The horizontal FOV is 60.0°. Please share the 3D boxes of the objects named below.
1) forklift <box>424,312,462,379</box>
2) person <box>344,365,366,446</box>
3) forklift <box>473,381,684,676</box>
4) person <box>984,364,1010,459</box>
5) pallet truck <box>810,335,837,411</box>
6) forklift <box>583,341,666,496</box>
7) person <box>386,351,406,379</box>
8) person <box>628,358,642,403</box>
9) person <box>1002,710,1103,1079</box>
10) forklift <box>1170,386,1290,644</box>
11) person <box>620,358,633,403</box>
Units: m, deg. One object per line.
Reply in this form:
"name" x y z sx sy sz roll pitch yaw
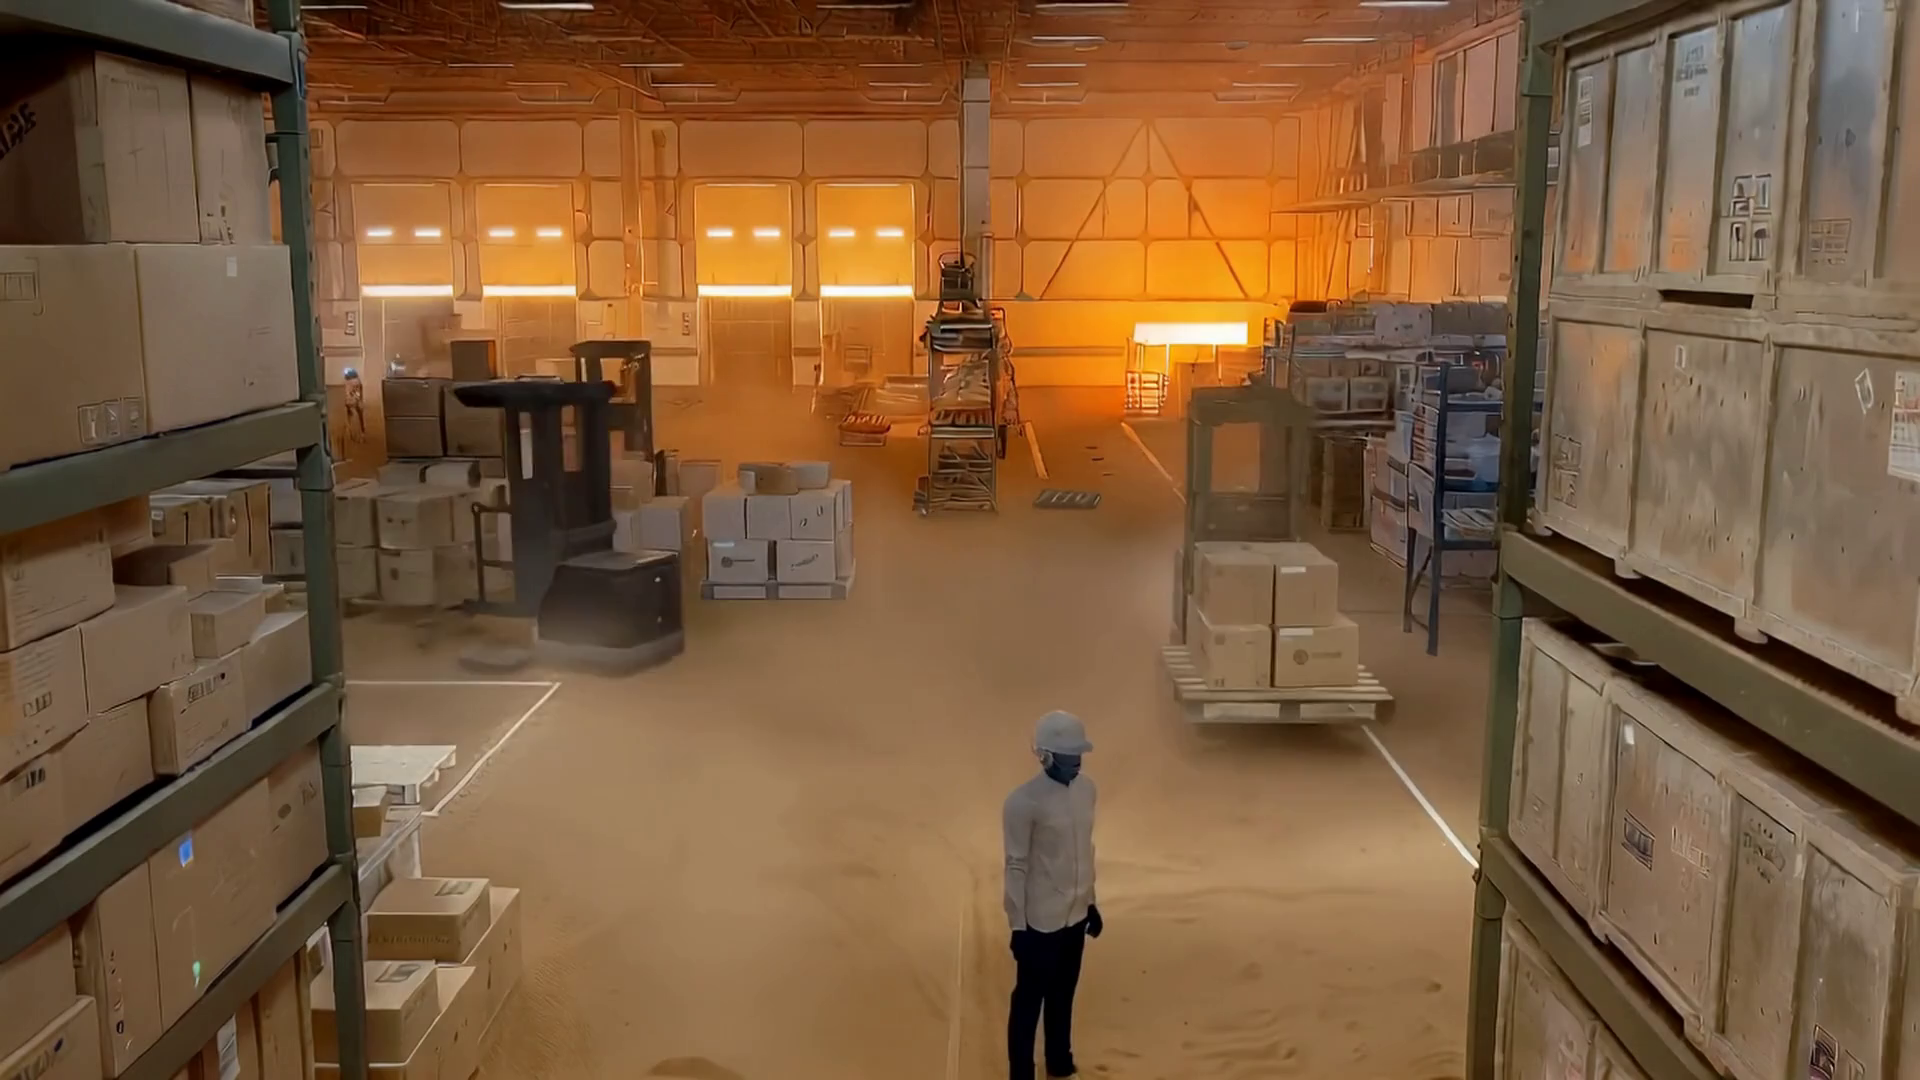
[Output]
"forklift" -11.151 -3.527 36.050 1.129 2.768 1.873 8 12 37
"person" -12.945 -2.865 35.511 0.493 1.742 0.322 3 10 18
"forklift" -3.844 -0.173 16.700 1.873 2.768 1.129 5 11 25
"person" 0.725 -2.579 33.344 0.544 1.932 0.374 3 10 17
"pallet truck" -3.021 -4.312 43.126 1.885 1.965 0.823 3 10 17
"forklift" -5.078 -1.578 24.804 1.129 2.768 1.873 0 10 1
"person" -13.340 -3.595 39.563 1.017 1.784 0.537 10 14 44
"person" -7.147 -3.173 36.724 0.372 1.940 0.627 -1 10 -4
"person" 0.456 1.781 7.977 0.378 1.996 0.611 10 14 44
"forklift" 2.717 -0.120 16.394 1.129 2.768 1.873 0 10 1
"person" -8.591 -4.130 43.188 0.525 1.617 0.705 9 13 42
